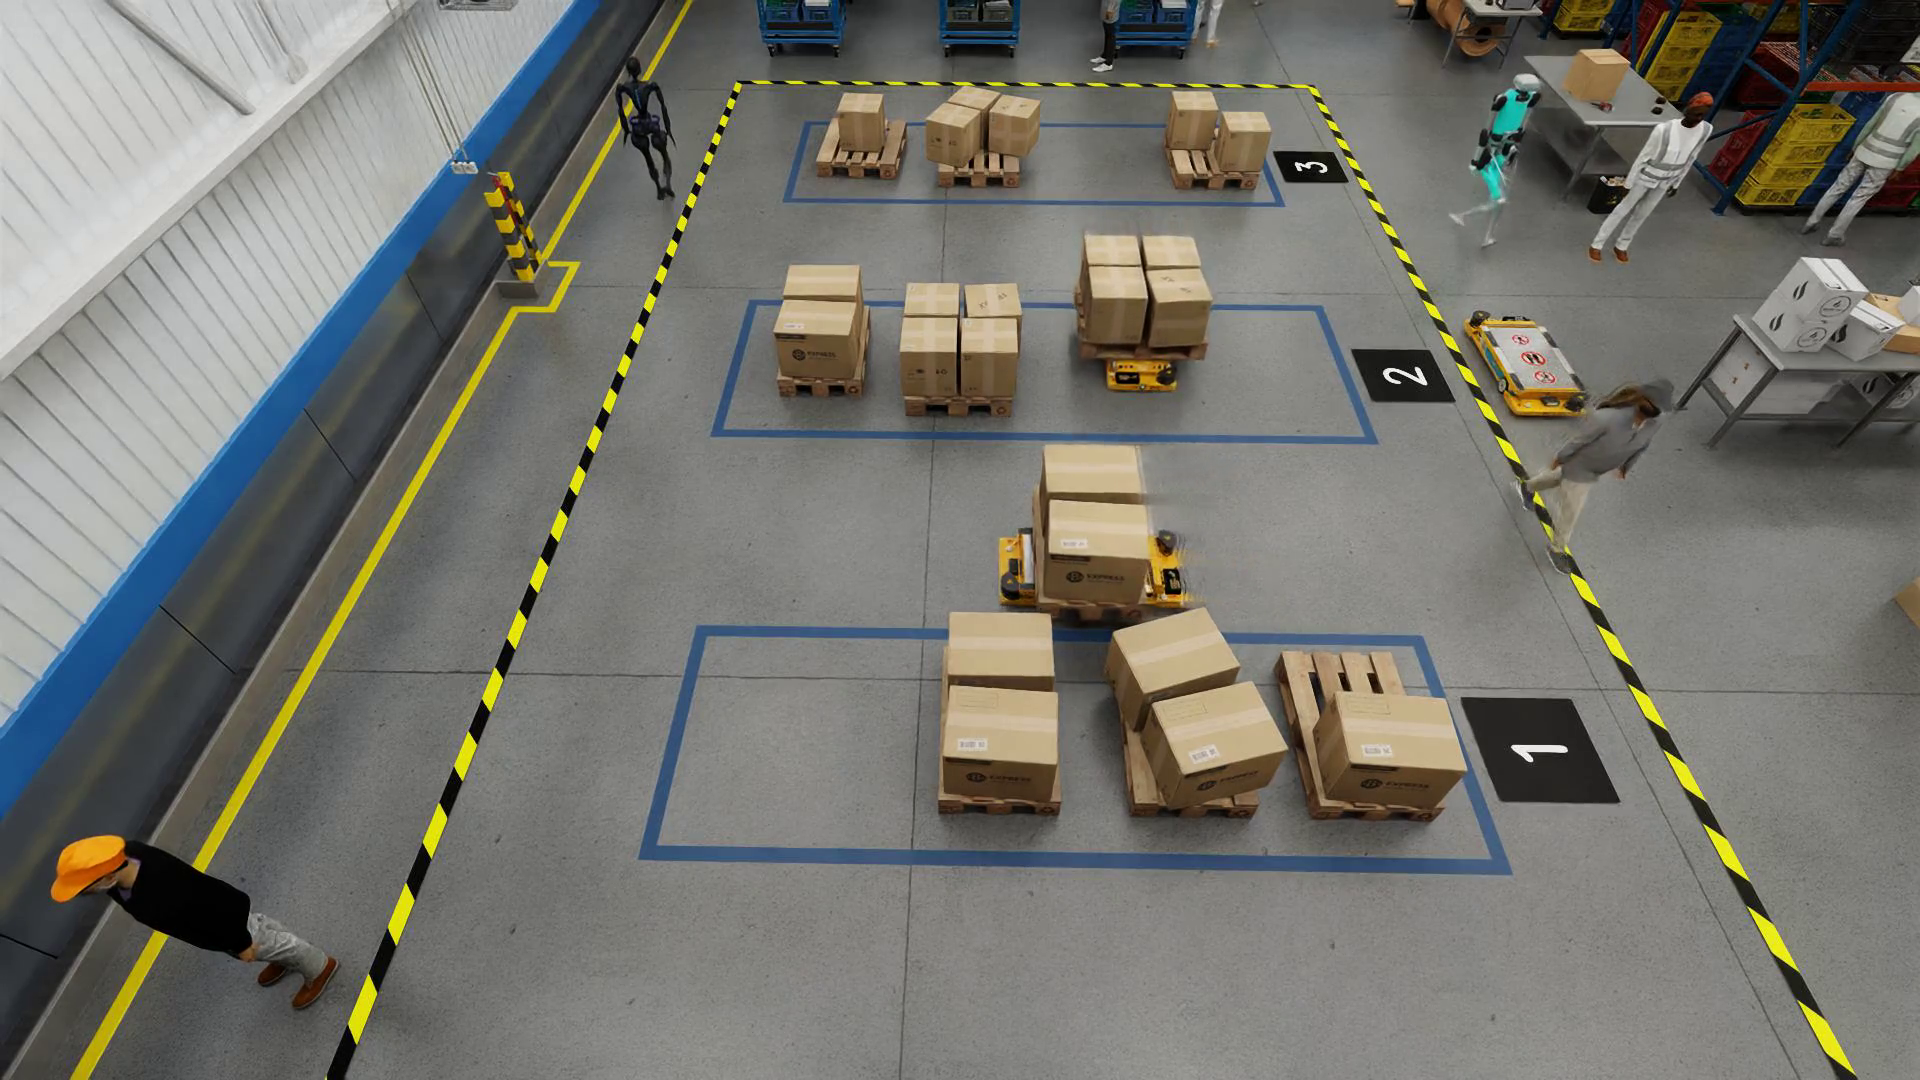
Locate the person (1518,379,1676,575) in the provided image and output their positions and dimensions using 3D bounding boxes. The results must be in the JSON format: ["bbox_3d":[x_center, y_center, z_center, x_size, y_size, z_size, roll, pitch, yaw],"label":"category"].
[{"bbox_3d":[4.918,-0.642,7.129,0.571,1.713,0.960,-7,50,-6],"label":"person"}]

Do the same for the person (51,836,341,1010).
[{"bbox_3d":[-3.897,1.984,4.747,0.590,1.883,0.379,22,53,18],"label":"person"}]

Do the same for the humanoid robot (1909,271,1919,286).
[{"bbox_3d":[10.569,-3.353,9.398,0.534,1.691,0.740,4,49,4],"label":"humanoid robot"}]

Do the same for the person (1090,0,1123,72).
[{"bbox_3d":[2.155,-7.770,13.211,0.366,1.852,0.589,0,49,0],"label":"person"}]

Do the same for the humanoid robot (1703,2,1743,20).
[{"bbox_3d":[11.128,-7.780,13.361,0.728,1.632,0.612,-3,49,-2],"label":"humanoid robot"}]

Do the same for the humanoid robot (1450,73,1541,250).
[{"bbox_3d":[6.067,-4.092,10.133,0.531,1.776,1.015,-11,50,-9],"label":"humanoid robot"}]

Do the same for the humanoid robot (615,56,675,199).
[{"bbox_3d":[-3.685,-4.778,10.741,0.595,1.648,0.448,-8,50,-7],"label":"humanoid robot"}]

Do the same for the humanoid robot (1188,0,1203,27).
[{"bbox_3d":[3.641,-8.928,14.366,0.693,1.640,0.591,16,51,13],"label":"humanoid robot"}]

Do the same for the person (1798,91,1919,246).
[{"bbox_3d":[10.085,-4.195,10.062,0.408,1.936,0.604,-14,51,-12],"label":"person"}]

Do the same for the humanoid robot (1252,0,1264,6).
[{"bbox_3d":[5.406,-9.771,15.040,0.987,1.775,0.537,-27,54,-22],"label":"humanoid robot"}]

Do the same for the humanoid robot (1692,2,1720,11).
[{"bbox_3d":[11.061,-8.007,13.534,0.372,1.654,0.582,-28,55,-22],"label":"humanoid robot"}]

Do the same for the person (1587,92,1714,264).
[{"bbox_3d":[7.397,-3.827,9.787,0.579,1.877,0.365,2,49,2],"label":"person"}]

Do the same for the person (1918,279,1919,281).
[{"bbox_3d":[9.322,-2.416,8.453,0.379,2.039,0.615,-32,56,-25],"label":"person"}]

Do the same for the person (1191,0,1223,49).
[{"bbox_3d":[3.801,-8.424,13.791,0.634,1.834,0.431,30,55,23],"label":"person"}]

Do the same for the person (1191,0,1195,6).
[{"bbox_3d":[3.842,-9.626,14.758,0.616,1.953,0.394,-26,54,-20],"label":"person"}]

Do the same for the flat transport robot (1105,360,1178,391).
[{"bbox_3d":[1.778,-2.043,9.283,0.652,0.197,1.431,1,49,1],"label":"flat transport robot"}]

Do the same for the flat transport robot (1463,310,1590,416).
[{"bbox_3d":[5.573,-1.757,9.054,0.659,0.231,1.431,1,49,1],"label":"flat transport robot"}]

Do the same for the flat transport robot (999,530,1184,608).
[{"bbox_3d":[1.035,0.212,7.331,1.431,0.197,0.652,1,49,1],"label":"flat transport robot"}]
